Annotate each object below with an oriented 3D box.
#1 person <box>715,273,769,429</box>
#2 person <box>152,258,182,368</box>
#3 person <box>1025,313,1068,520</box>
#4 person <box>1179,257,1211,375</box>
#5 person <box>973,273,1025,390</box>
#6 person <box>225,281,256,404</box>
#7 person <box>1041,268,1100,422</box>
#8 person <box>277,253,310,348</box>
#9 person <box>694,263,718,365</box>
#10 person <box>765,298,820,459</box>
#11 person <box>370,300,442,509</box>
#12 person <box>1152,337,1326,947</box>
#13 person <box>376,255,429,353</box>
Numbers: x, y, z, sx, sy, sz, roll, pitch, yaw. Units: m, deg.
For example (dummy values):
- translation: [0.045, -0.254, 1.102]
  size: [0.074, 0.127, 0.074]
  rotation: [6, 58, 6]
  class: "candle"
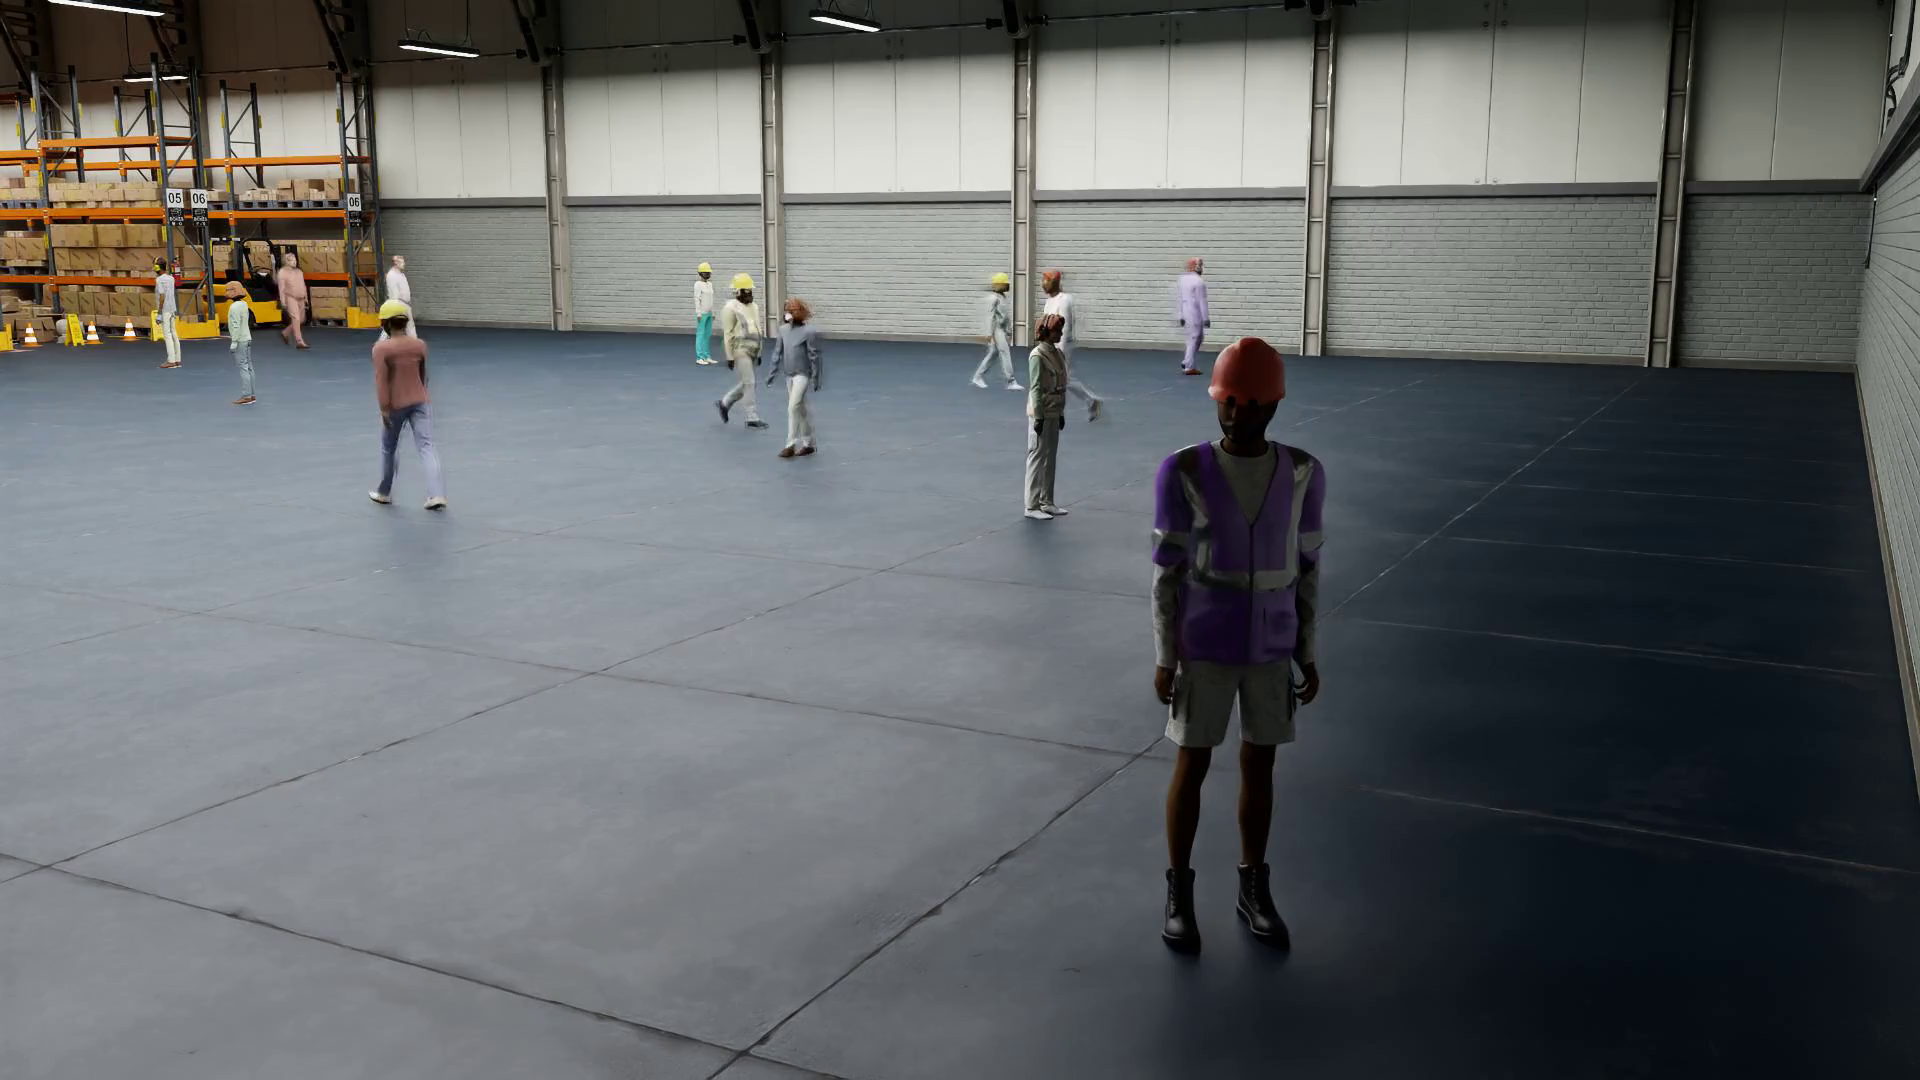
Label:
- translation: [-2.561, -2.202, 19.379]
  size: [0.728, 1.807, 0.600]
  rotation: [5, 11, 25]
  class: "person"
- translation: [-13.480, -3.845, 28.207]
  size: [0.328, 1.861, 0.520]
  rotation: [0, 10, 2]
  class: "person"
- translation: [0.686, -0.980, 13.215]
  size: [0.317, 1.629, 0.508]
  rotation: [5, 11, 23]
  class: "person"
- translation: [3.806, -3.594, 26.748]
  size: [0.445, 1.888, 0.657]
  rotation: [-3, 11, -14]
  class: "person"
- translation: [0.540, -3.060, 24.351]
  size: [0.876, 1.705, 0.498]
  rotation: [5, 11, 25]
  class: "person"
- translation: [-9.617, -2.631, 22.201]
  size: [0.279, 1.634, 0.498]
  rotation: [-1, 10, -6]
  class: "person"
- translation: [1.226, -2.259, 19.566]
  size: [0.809, 1.859, 0.585]
  rotation: [-5, 12, -26]
  class: "person"
- translation: [-13.291, -4.759, 33.099]
  size: [0.725, 1.888, 0.652]
  rotation: [3, 11, 18]
  class: "person"
- translation: [-4.433, -3.944, 28.999]
  size: [0.311, 1.768, 0.533]
  rotation: [4, 11, 21]
  class: "person"
- translation: [-1.714, -1.617, 16.745]
  size: [0.504, 1.606, 0.723]
  rotation: [10, 14, 42]
  class: "person"
- translation: [-4.587, -1.109, 13.687]
  size: [0.930, 1.718, 0.518]
  rotation: [10, 14, 43]
  class: "person"
- translation: [0.876, 0.332, 5.222]
  size: [0.548, 1.934, 0.376]
  rotation: [-1, 10, -5]
  class: "person"
- translation: [-10.631, -4.443, 31.443]
  size: [0.924, 1.873, 0.658]
  rotation: [0, 10, 1]
  class: "person"
